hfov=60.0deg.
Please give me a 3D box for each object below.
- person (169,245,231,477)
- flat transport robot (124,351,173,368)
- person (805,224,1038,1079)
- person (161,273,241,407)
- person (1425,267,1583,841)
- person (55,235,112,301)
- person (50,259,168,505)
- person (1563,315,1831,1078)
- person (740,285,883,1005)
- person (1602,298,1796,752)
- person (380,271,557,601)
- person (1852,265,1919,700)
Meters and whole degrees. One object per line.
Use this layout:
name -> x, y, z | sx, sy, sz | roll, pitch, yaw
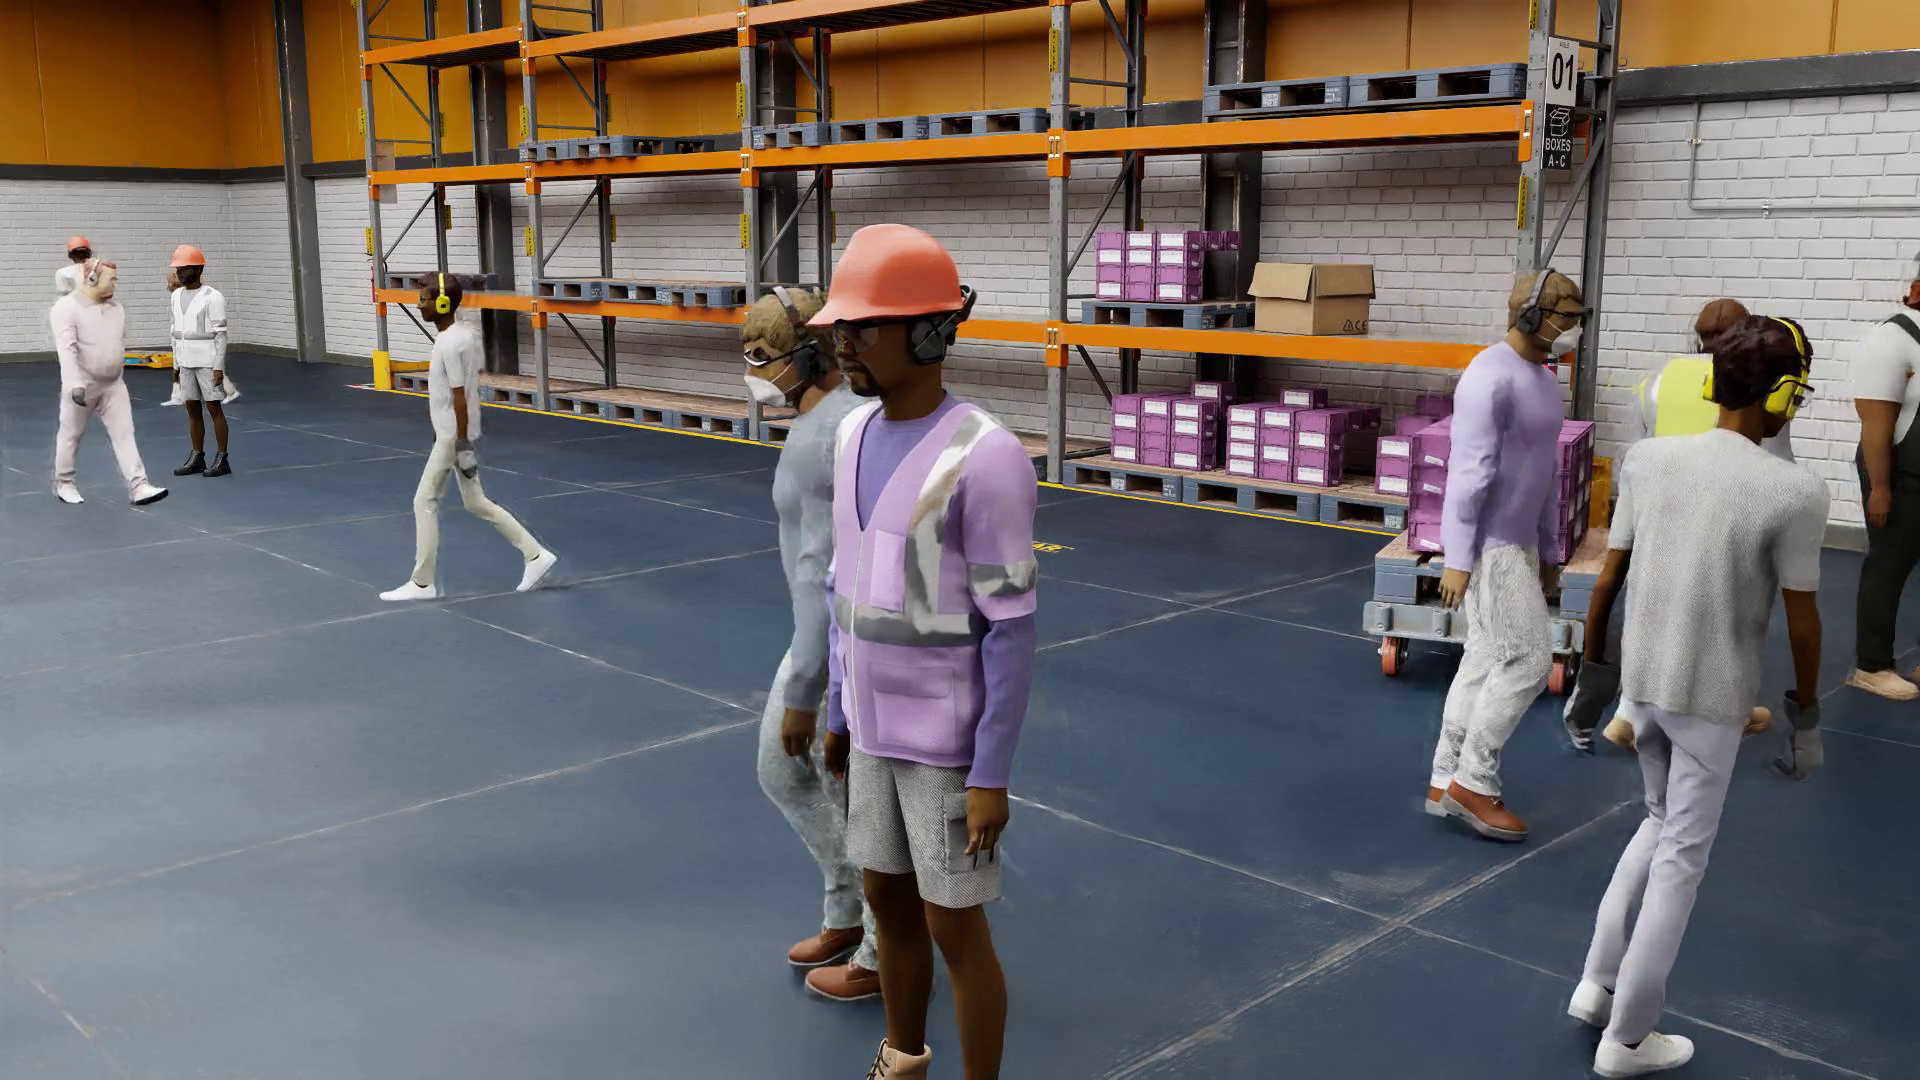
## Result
person -> -6.408, -1.494, 13.975 | 0.542, 1.938, 0.358 | 4, 11, 19
flat transport robot -> -12.548, -2.784, 25.555 | 1.431, 0.197, 0.652 | 4, 11, 21
person -> -0.114, 0.385, 3.438 | 0.390, 2.041, 0.614 | -8, 13, -36
person -> -9.068, -2.384, 19.799 | 0.859, 1.582, 0.512 | -6, 12, -29
person -> 1.870, 0.051, 5.608 | 0.571, 1.912, 0.650 | 8, 13, 36
person -> -10.367, -2.599, 19.781 | 0.692, 2.027, 0.610 | 10, 14, 42
person -> -6.456, -1.168, 12.455 | 1.043, 1.837, 0.659 | 6, 12, 28
person -> 1.735, 0.393, 3.942 | 0.481, 1.840, 0.548 | -6, 12, -28
person -> -0.323, 0.308, 4.249 | 0.515, 1.897, 0.709 | -1, 10, -3
person -> 2.915, -0.047, 6.532 | 0.940, 1.786, 0.648 | -5, 12, -27
person -> -2.760, -0.577, 9.269 | 0.906, 1.836, 0.519 | -1, 10, -7
person -> 4.189, -0.288, 7.116 | 0.717, 2.000, 0.621 | -3, 11, -18
